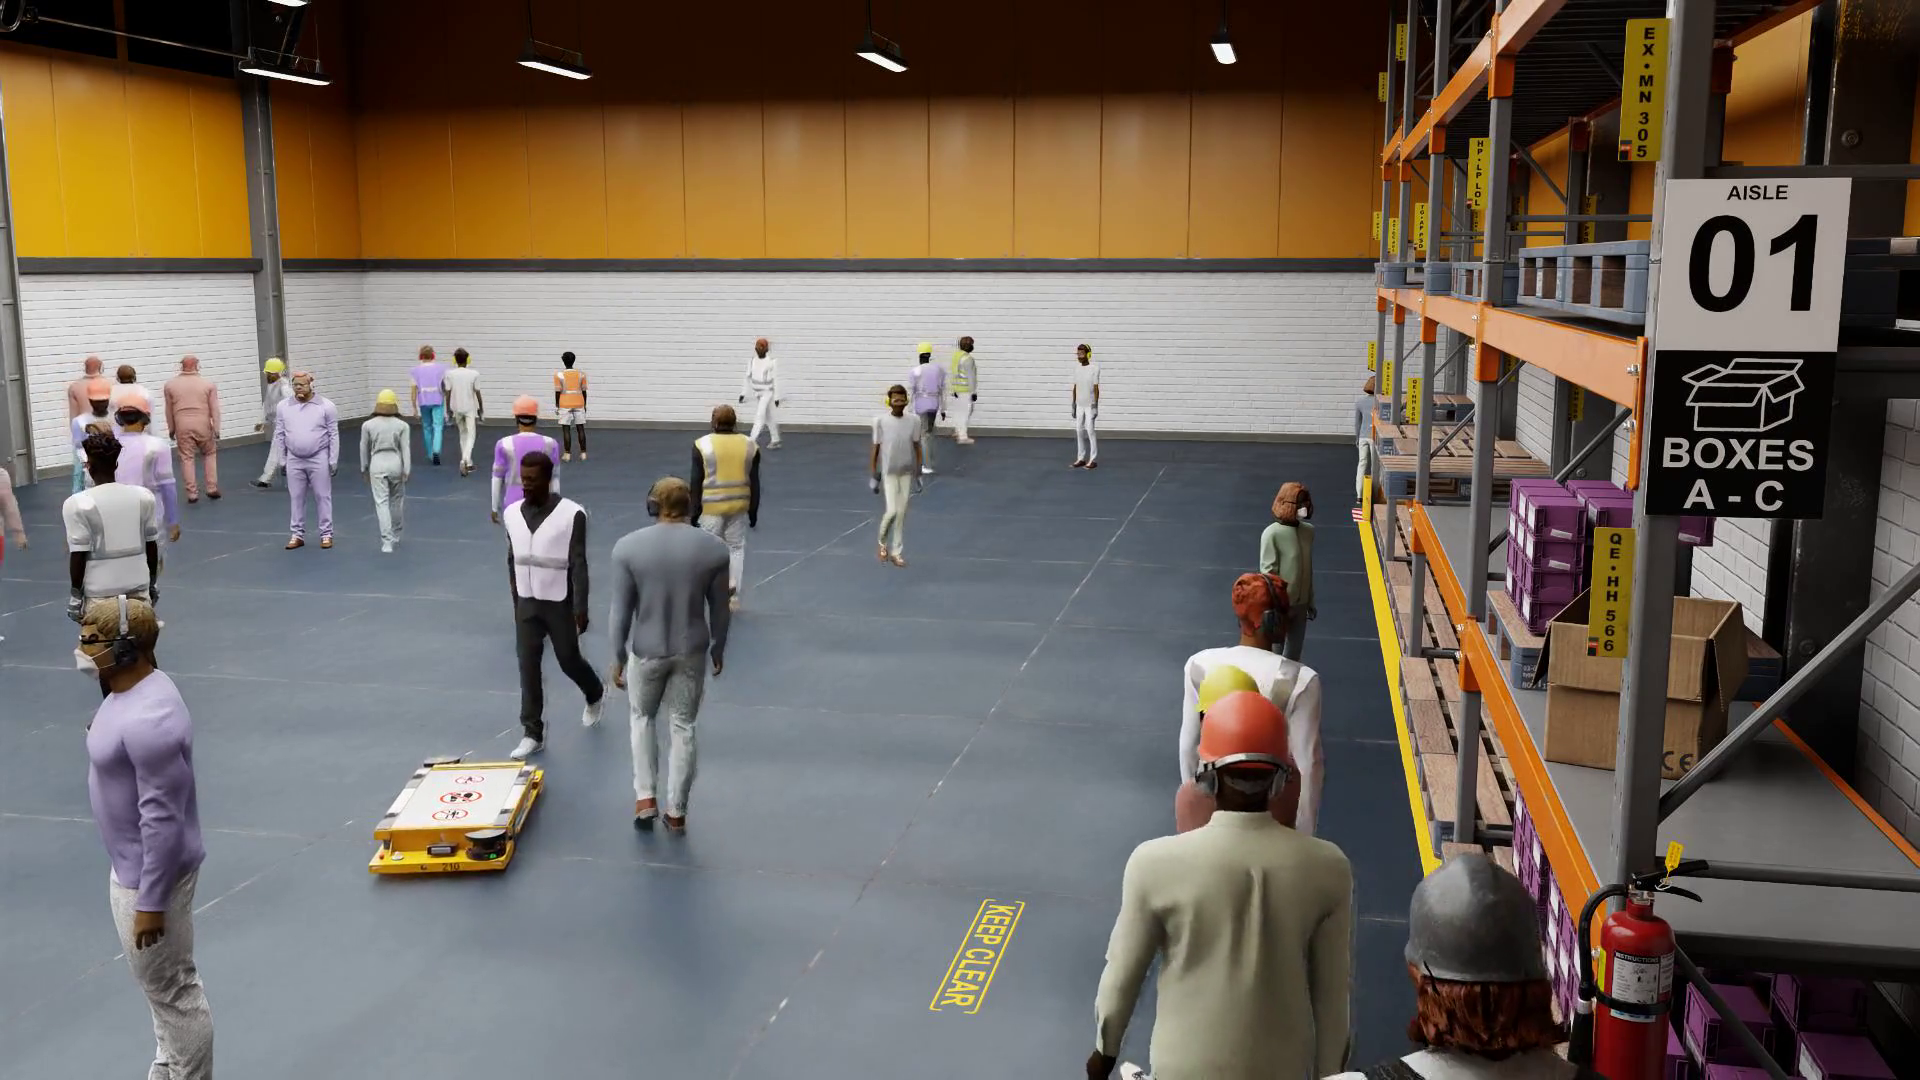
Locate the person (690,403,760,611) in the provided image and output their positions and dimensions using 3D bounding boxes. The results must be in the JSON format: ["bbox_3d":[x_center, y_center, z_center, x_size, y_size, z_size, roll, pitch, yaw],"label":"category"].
[{"bbox_3d":[-2.031,-0.268,14.450,0.636,1.832,0.525,-5,11,-28],"label":"person"}]

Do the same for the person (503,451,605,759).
[{"bbox_3d":[-2.562,0.365,10.464,0.597,1.894,0.850,3,10,18],"label":"person"}]

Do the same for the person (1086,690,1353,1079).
[{"bbox_3d":[0.689,1.355,4.362,0.622,1.947,1.026,-2,10,-12],"label":"person"}]

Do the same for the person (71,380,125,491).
[{"bbox_3d":[-8.502,-0.651,16.622,0.554,1.878,1.003,-9,13,-42],"label":"person"}]

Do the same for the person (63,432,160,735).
[{"bbox_3d":[-5.441,0.289,10.696,0.361,1.965,0.613,6,11,31],"label":"person"}]

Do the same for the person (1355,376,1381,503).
[{"bbox_3d":[5.208,-1.256,21.007,0.285,1.632,0.499,-7,12,-38],"label":"person"}]

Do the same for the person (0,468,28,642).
[{"bbox_3d":[-7.808,-0.039,13.357,0.535,1.743,0.619,1,9,7],"label":"person"}]

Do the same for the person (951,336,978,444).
[{"bbox_3d":[0.101,-2.532,28.115,0.463,1.823,0.650,-4,10,-23],"label":"person"}]

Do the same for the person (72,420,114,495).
[{"bbox_3d":[-7.972,-0.323,15.498,0.513,1.589,0.874,1,10,8],"label":"person"}]

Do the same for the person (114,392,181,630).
[{"bbox_3d":[-6.667,-0.175,13.387,0.652,2.011,0.742,0,9,1],"label":"person"}]

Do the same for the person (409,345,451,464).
[{"bbox_3d":[-8.069,-2.064,25.348,0.568,1.818,0.894,-2,10,-13],"label":"person"}]

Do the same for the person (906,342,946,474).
[{"bbox_3d":[-0.545,-1.924,24.183,0.612,1.907,0.650,-6,11,-31],"label":"person"}]

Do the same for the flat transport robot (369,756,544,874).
[{"bbox_3d":[-2.652,1.437,8.874,0.652,0.197,1.431,-1,9,-6],"label":"flat transport robot"}]

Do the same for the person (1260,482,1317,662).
[{"bbox_3d":[2.140,0.433,10.830,0.507,1.633,0.277,-8,13,-41],"label":"person"}]

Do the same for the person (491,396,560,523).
[{"bbox_3d":[-3.798,-0.315,14.573,0.563,1.882,0.990,-5,10,-26],"label":"person"}]

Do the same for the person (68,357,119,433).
[{"bbox_3d":[-10.986,-1.412,21.307,0.649,1.847,1.022,-1,10,-7],"label":"person"}]

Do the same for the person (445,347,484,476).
[{"bbox_3d":[-7.149,-1.855,23.982,0.519,1.842,0.871,0,9,-2],"label":"person"}]

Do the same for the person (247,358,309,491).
[{"bbox_3d":[-9.196,-1.545,22.292,0.873,1.776,0.613,-6,11,-33],"label":"person"}]

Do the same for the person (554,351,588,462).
[{"bbox_3d":[-5.993,-2.057,25.633,0.539,1.698,0.318,-6,11,-32],"label":"person"}]

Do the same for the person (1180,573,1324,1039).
[{"bbox_3d":[1.108,1.056,6.330,0.574,1.881,0.358,7,12,37],"label":"person"}]

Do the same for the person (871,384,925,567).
[{"bbox_3d":[-0.612,-0.640,16.673,0.493,1.847,0.412,-4,10,-22],"label":"person"}]

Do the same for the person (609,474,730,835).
[{"bbox_3d":[-1.550,0.608,8.920,0.651,1.915,0.511,-3,10,-16],"label":"person"}]

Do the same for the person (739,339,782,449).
[{"bbox_3d":[-3.238,-2.353,27.041,0.584,1.821,1.042,7,12,38],"label":"person"}]

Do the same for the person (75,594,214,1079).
[{"bbox_3d":[-2.771,1.138,5.665,0.373,1.940,0.627,-6,11,-31],"label":"person"}]

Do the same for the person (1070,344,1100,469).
[{"bbox_3d":[1.865,-1.985,24.737,0.503,1.861,0.330,8,12,40],"label":"person"}]

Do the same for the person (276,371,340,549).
[{"bbox_3d":[-6.953,-0.849,17.731,0.642,1.909,0.399,-1,9,-5],"label":"person"}]

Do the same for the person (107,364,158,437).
[{"bbox_3d":[-10.143,-1.235,20.321,0.636,1.828,0.633,-3,10,-19],"label":"person"}]

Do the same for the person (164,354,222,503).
[{"bbox_3d":[-9.821,-1.436,21.336,0.665,1.882,0.682,-3,10,-16],"label":"person"}]

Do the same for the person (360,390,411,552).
[{"bbox_3d":[-6.130,-0.749,17.785,0.504,1.687,0.926,-4,10,-22],"label":"person"}]

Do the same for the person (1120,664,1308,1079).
[{"bbox_3d":[0.895,1.266,5.559,0.522,1.708,0.909,-4,10,-25],"label":"person"}]
